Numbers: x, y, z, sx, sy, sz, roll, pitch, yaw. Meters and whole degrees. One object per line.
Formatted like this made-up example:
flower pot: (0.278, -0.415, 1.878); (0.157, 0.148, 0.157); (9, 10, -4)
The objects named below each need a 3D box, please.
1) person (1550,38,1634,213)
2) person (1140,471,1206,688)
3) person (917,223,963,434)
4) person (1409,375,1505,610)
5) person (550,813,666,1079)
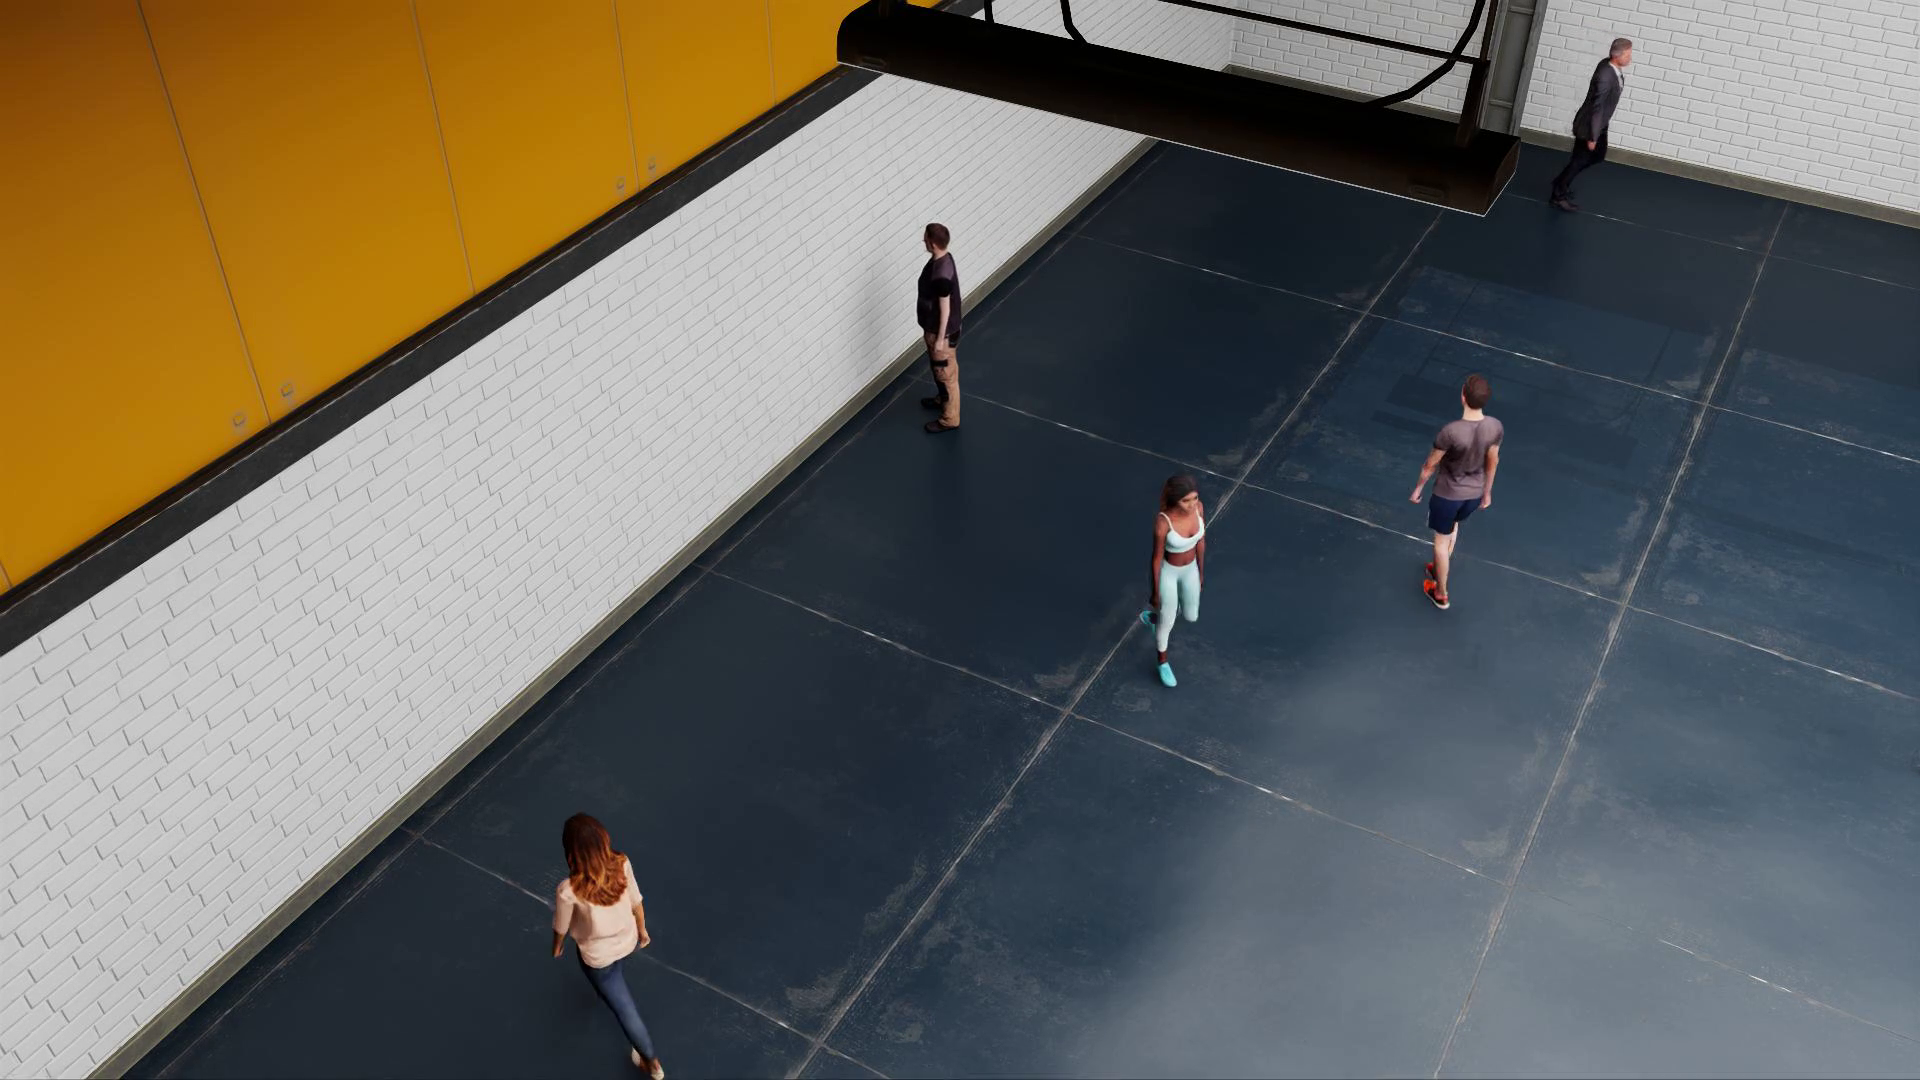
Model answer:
person: (6.163, -4.081, 16.307); (0.689, 1.811, 0.741); (15, 41, 18)
person: (1.376, 0.198, 11.025); (0.765, 1.714, 0.855); (-21, 43, -24)
person: (-0.131, -1.726, 13.334); (0.785, 1.841, 0.780); (-1, 39, -2)
person: (3.469, -0.268, 11.510); (0.828, 1.839, 0.888); (-9, 40, -12)
person: (-1.764, 2.155, 8.554); (0.858, 1.742, 1.181); (-29, 47, -31)
